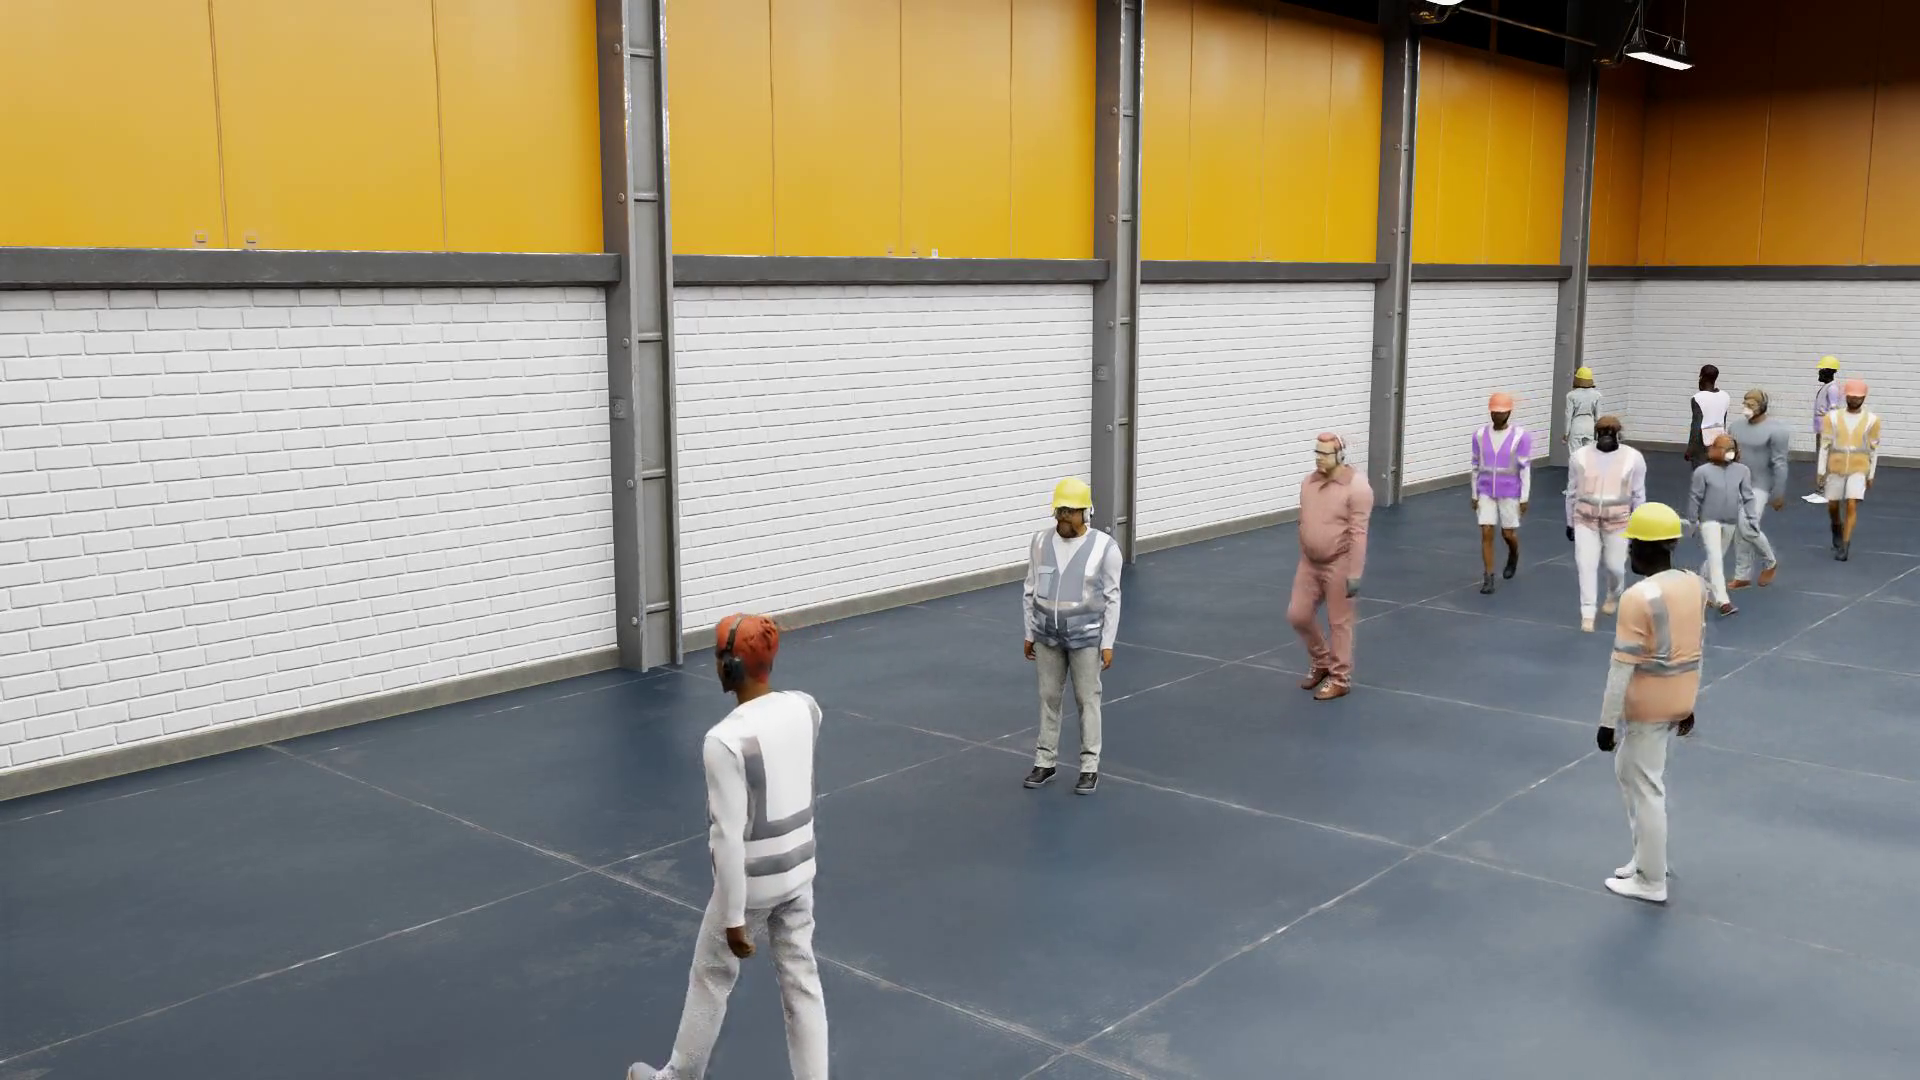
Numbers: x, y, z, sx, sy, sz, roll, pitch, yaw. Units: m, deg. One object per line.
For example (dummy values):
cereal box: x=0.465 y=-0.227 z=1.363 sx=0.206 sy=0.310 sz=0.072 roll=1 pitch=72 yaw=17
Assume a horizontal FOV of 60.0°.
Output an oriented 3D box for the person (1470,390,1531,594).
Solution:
person: x=5.107 y=-0.468 z=15.687 sx=0.555 sy=1.917 sz=0.670 roll=6 pitch=11 yaw=32

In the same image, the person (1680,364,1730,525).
person: x=8.893 y=-1.127 z=19.820 sx=0.591 sy=1.919 sz=0.390 roll=-5 pitch=10 yaw=-30

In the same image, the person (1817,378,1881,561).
person: x=9.386 y=-0.766 z=17.573 sx=0.553 sy=1.919 sz=0.808 roll=6 pitch=11 yaw=31

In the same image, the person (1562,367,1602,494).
person: x=8.408 y=-1.467 z=22.499 sx=0.492 sy=1.745 sz=0.288 roll=0 pitch=9 yaw=1

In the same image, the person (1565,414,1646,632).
person: x=5.446 y=-0.161 z=14.065 sx=0.631 sy=1.822 sz=0.733 roll=4 pitch=10 yaw=25

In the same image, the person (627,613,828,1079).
person: x=-0.781 y=1.150 z=5.748 sx=0.832 sy=1.851 sz=0.586 roll=6 pitch=11 yaw=35

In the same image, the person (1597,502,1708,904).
person: x=3.228 y=0.768 z=7.916 sx=0.611 sy=1.912 sz=0.500 roll=-7 pitch=12 yaw=-38

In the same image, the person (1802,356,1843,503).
person: x=11.308 y=-1.442 z=21.759 sx=0.356 sy=1.929 sz=0.592 roll=3 pitch=9 yaw=17

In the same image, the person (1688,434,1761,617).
person: x=6.708 y=-0.137 z=14.640 sx=0.515 sy=1.587 sz=0.875 roll=-1 pitch=9 yaw=-6

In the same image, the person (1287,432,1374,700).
person: x=2.572 y=0.186 z=11.639 sx=0.422 sy=1.893 sz=0.652 roll=-7 pitch=12 yaw=-38

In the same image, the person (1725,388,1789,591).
person: x=7.445 y=-0.469 z=15.664 sx=0.475 sy=1.924 sz=0.633 roll=-3 pitch=10 yaw=-19

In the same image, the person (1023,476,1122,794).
person: x=0.625 y=0.544 z=9.588 sx=0.586 sy=1.836 sz=0.404 roll=4 pitch=10 yaw=25
